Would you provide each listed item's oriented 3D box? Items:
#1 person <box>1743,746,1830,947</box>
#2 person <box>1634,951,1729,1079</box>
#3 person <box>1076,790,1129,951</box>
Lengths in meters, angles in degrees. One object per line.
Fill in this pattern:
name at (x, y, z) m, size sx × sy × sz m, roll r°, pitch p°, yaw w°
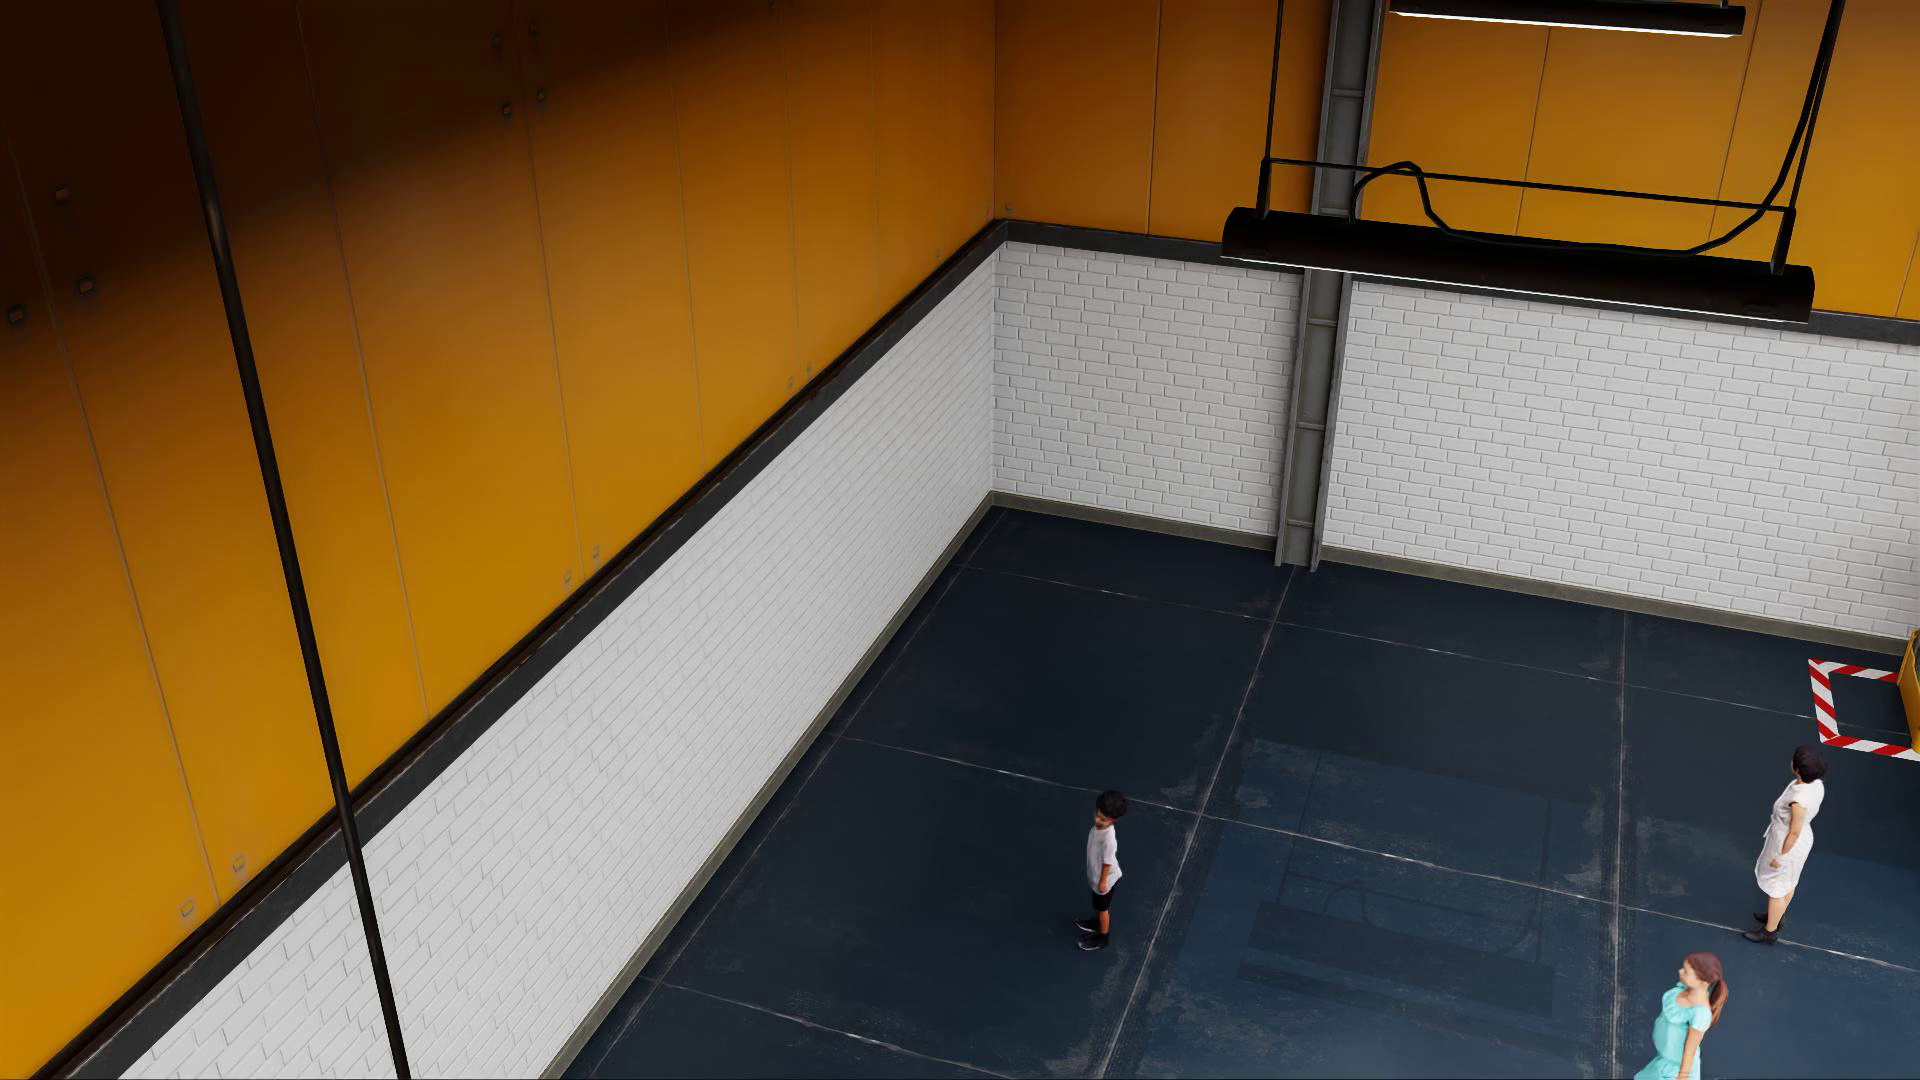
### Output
person at (5.553, 2.042, 11.139) m, size 0.621 × 1.552 × 0.623 m, roll 22°, pitch 36°, yaw 35°
person at (4.146, 2.968, 9.461) m, size 1.018 × 1.534 × 0.555 m, roll 10°, pitch 30°, yaw 17°
person at (0.959, 2.186, 11.188) m, size 0.603 × 1.252 × 0.575 m, roll 4°, pitch 29°, yaw 7°
